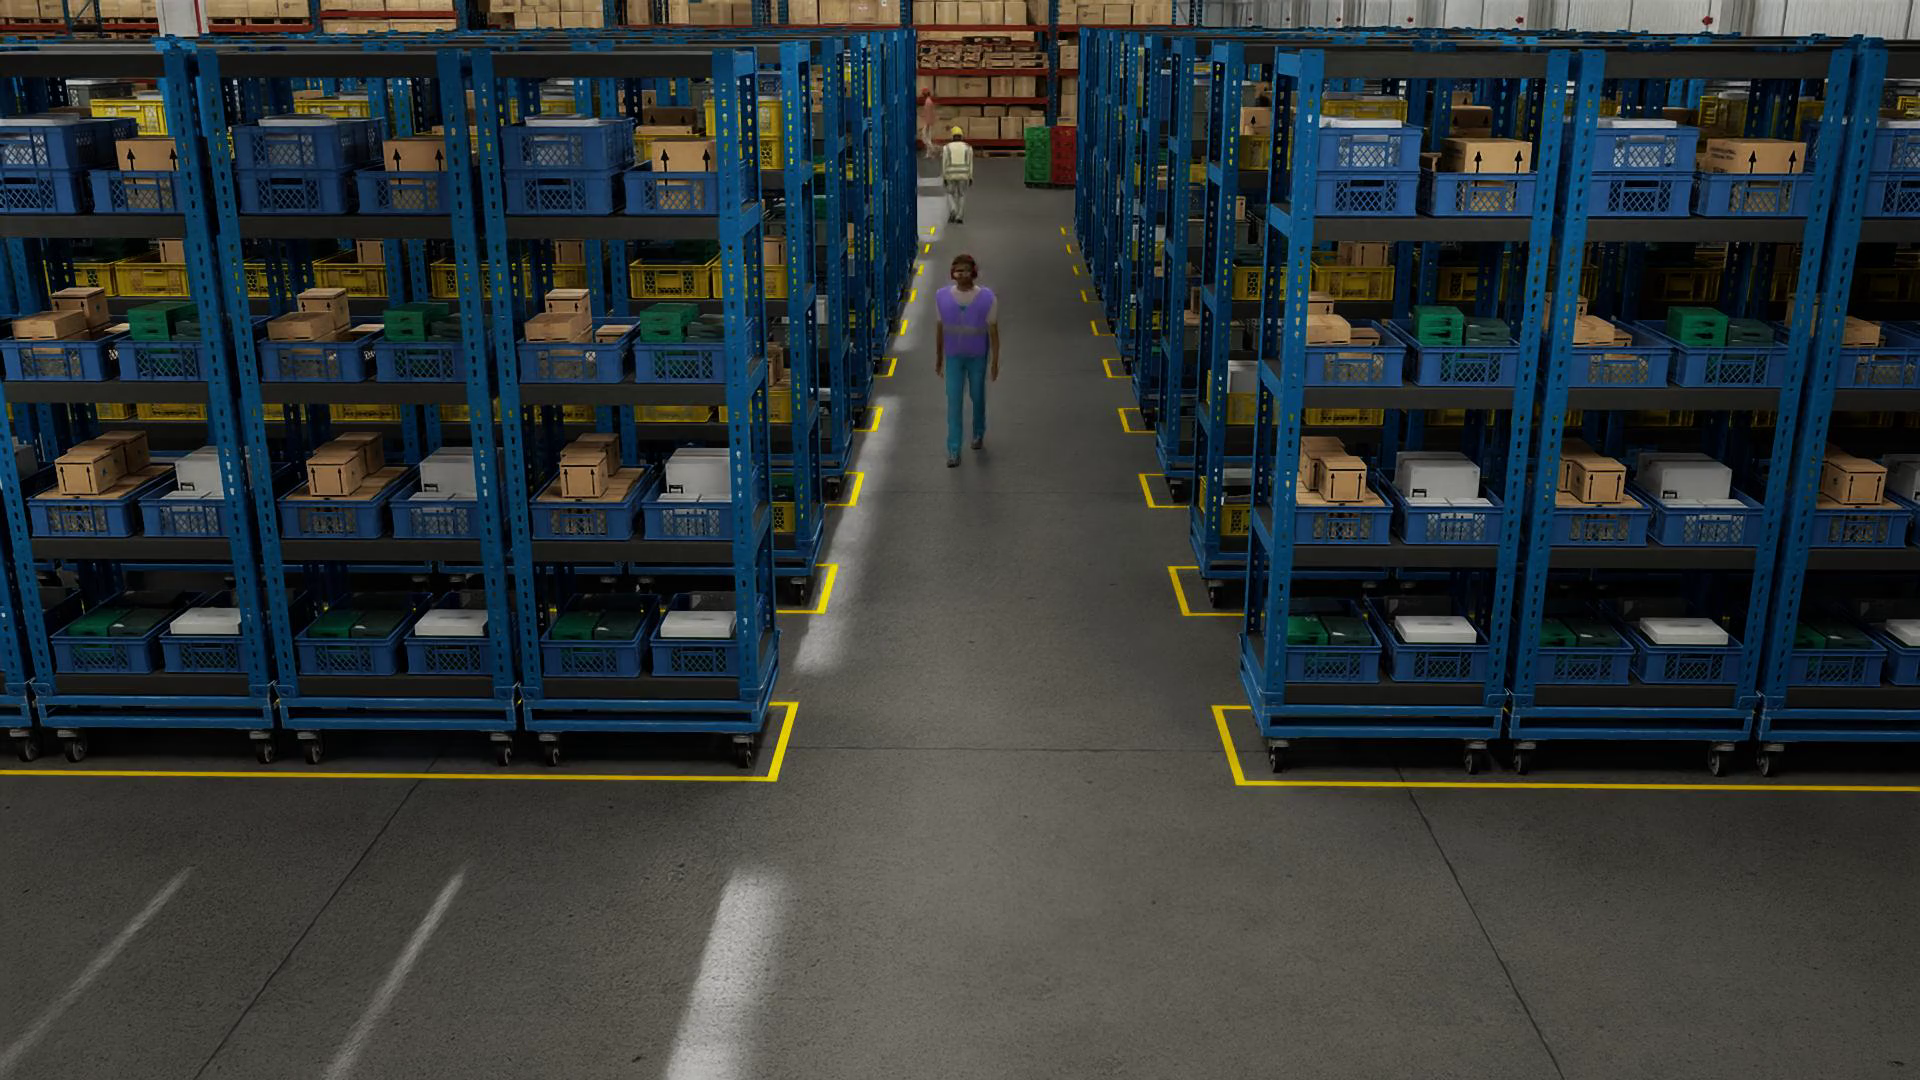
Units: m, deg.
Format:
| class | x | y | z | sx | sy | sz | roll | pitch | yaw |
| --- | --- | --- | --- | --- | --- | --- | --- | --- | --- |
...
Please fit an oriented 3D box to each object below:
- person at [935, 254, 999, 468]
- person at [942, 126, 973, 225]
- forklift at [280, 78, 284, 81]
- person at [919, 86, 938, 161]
| class | x | y | z | sx | sy | sz | roll | pitch | yaw |
| --- | --- | --- | --- | --- | --- | --- | --- | --- | --- |
| person | 0.064 | -1.603 | 14.528 | 0.580 | 1.805 | 0.947 | 3 | 18 | 9 |
| person | -0.044 | -6.832 | 31.170 | 0.585 | 1.807 | 0.495 | -1 | 17 | -4 |
| forklift | -17.460 | -11.122 | 43.084 | 1.873 | 2.768 | 1.129 | 0 | 17 | 1 |
| person | -0.891 | -11.266 | 45.011 | 0.436 | 1.980 | 0.649 | 0 | 17 | -1 |
